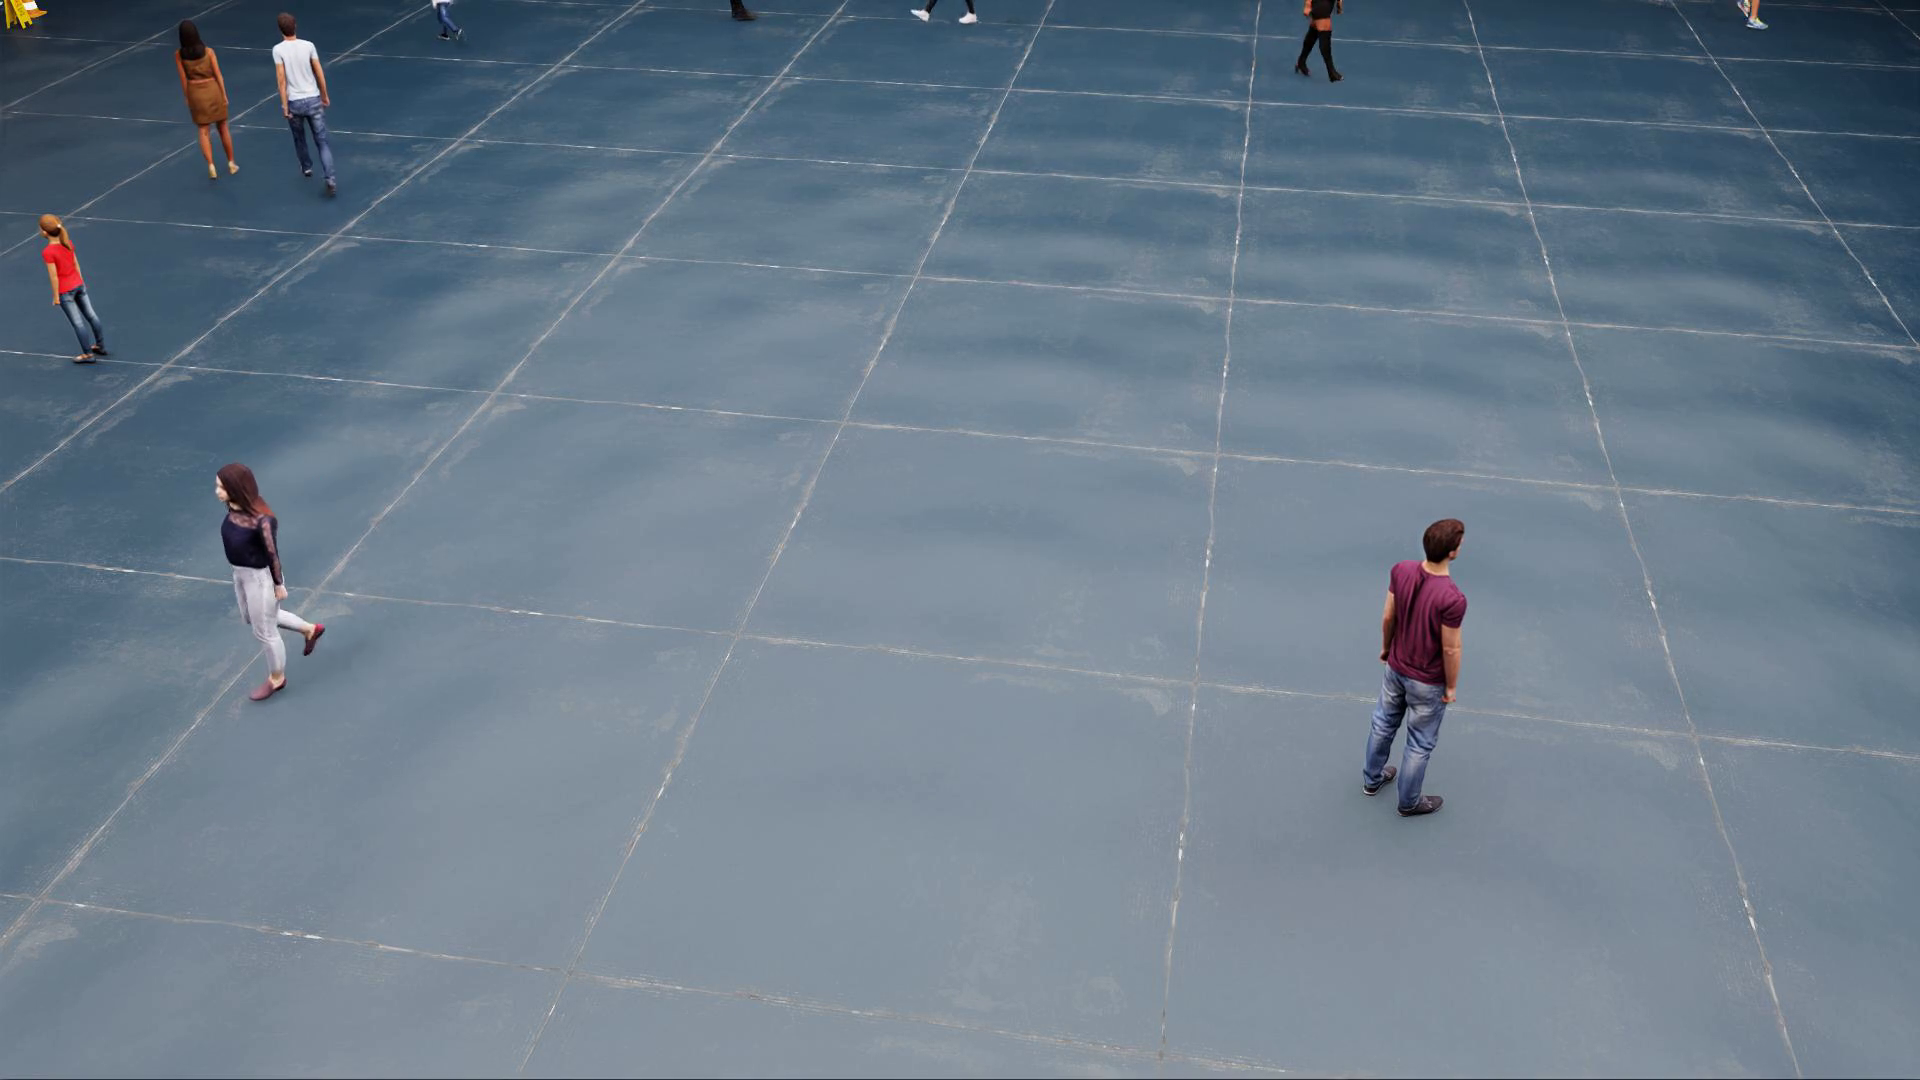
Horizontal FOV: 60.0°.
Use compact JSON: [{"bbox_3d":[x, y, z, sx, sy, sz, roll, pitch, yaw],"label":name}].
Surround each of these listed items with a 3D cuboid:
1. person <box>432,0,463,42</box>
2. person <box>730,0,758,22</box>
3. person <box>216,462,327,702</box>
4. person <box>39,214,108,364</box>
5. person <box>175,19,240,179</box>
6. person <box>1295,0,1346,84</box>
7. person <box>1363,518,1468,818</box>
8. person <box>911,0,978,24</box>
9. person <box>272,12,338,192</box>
[{"bbox_3d":[-6.957,-7.284,22.459,0.783,1.097,0.582,16,36,24],"label":"person"},{"bbox_3d":[-3.154,-8.214,23.291,0.765,1.781,0.732,-12,34,-19],"label":"person"},{"bbox_3d":[-4.209,0.216,10.103,0.882,1.595,0.909,28,41,36],"label":"person"},{"bbox_3d":[-7.535,-2.137,14.100,0.529,1.311,0.515,10,34,16],"label":"person"},{"bbox_3d":[-8.094,-4.728,17.852,0.642,1.689,0.731,-11,34,-17],"label":"person"},{"bbox_3d":[4.458,-6.693,20.847,1.049,1.817,1.190,-28,41,-36],"label":"person"},{"bbox_3d":[2.507,0.689,9.113,0.780,1.851,0.719,-21,38,-29],"label":"person"},{"bbox_3d":[-0.016,-7.953,22.965,1.224,1.688,0.891,-6,33,-9],"label":"person"},{"bbox_3d":[-6.835,-4.533,17.423,1.210,1.816,1.220,-17,36,-25],"label":"person"}]
